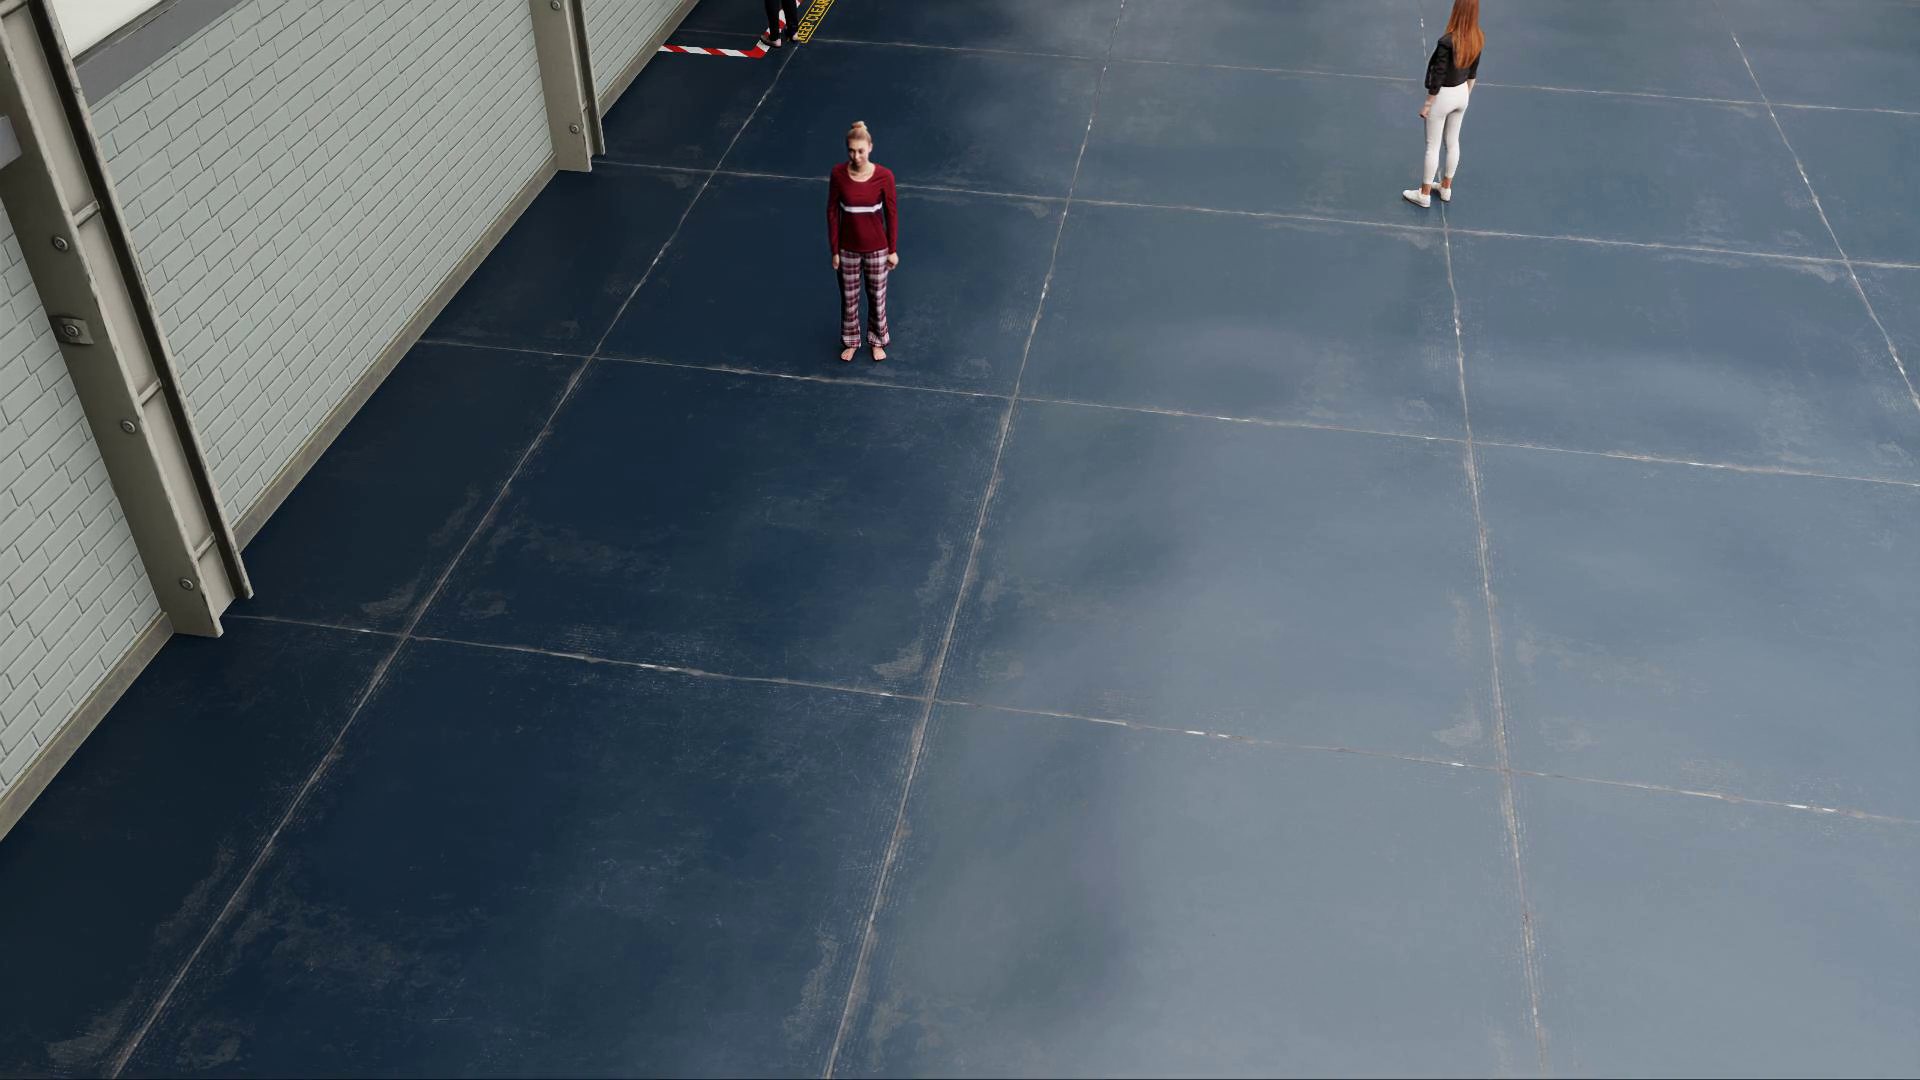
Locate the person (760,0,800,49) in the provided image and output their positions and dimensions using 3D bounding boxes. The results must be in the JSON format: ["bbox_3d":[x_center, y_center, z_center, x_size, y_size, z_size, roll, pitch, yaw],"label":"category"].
[{"bbox_3d":[-1.757,-5.495,15.725,0.758,1.615,0.834,-29,46,-32],"label":"person"}]

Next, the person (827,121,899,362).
[{"bbox_3d":[-0.652,-1.982,11.168,0.641,1.697,0.541,1,38,1],"label":"person"}]

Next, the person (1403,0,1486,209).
[{"bbox_3d":[3.832,-3.453,13.041,0.673,1.704,0.703,-17,41,-21],"label":"person"}]
